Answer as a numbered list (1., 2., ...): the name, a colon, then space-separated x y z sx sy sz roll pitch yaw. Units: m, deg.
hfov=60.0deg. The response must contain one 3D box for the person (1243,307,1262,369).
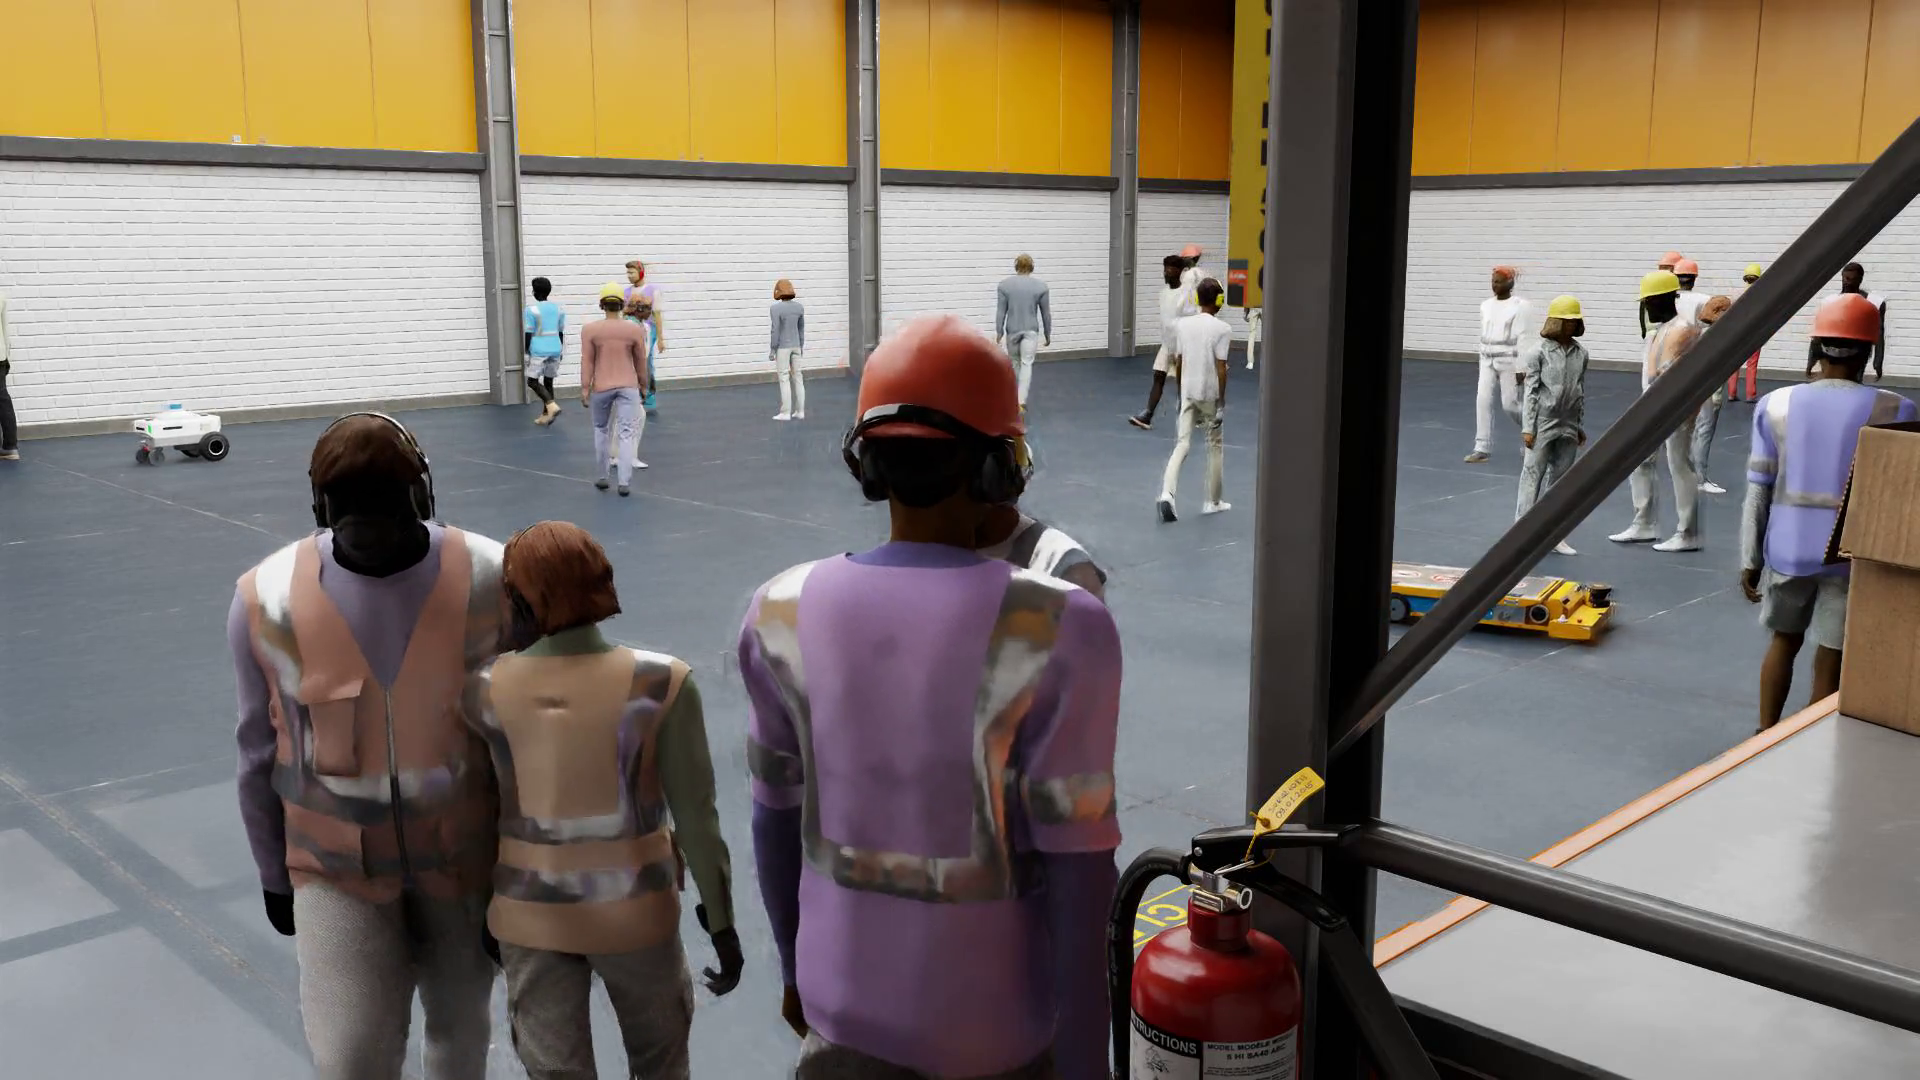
1. person: 4.794 -3.663 26.615 0.523 1.866 0.316 2 11 13

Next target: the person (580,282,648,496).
1. person: -2.871 -1.257 13.796 0.556 1.736 0.757 -3 11 -17

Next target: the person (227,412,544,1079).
1. person: -1.075 0.655 3.244 0.639 1.791 0.908 -3 11 -17

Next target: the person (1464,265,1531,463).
1. person: 5.165 -1.660 15.696 0.810 1.861 0.578 -6 12 -31

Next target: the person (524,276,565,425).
1. person: -4.612 -2.090 18.509 0.608 1.686 0.546 8 13 38

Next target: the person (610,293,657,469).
1. person: -3.004 -1.438 15.152 0.560 1.605 0.531 2 11 11

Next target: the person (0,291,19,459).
1. person: -9.212 -1.720 15.646 0.397 1.992 0.622 3 11 14

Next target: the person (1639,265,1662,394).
1. person: 9.073 -2.709 21.459 0.430 1.844 0.624 -7 12 -32

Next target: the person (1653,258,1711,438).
1. person: 6.850 -1.702 15.769 0.573 1.912 0.443 7 13 34

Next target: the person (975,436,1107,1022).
1. person: 0.022 0.556 3.800 0.621 1.779 0.915 7 13 35

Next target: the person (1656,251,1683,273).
1. person: 8.480 -2.485 19.967 0.347 1.943 0.545 3 11 17

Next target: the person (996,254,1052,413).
1. person: 0.794 -2.532 20.343 0.661 1.889 0.989 2 11 9

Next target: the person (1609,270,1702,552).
1. person: 4.722 -0.860 11.214 0.677 1.888 0.610 2 11 10

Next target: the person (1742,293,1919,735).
1. person: 3.209 0.060 6.157 0.566 1.921 0.464 9 14 41

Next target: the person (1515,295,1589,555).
1. person: 3.955 -0.748 11.034 0.492 1.742 0.321 -4 11 -20

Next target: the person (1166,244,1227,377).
1. person: 3.525 -3.414 24.884 1.021 2.005 0.623 5 12 27

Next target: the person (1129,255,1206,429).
1. person: 2.359 -2.162 18.287 1.022 1.919 0.604 -8 13 -36

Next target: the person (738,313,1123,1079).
1. person: -0.011 0.662 2.610 0.636 2.006 0.869 4 11 22

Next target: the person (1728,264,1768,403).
1. person: 10.074 -2.633 21.245 0.303 1.771 0.522 -7 12 -32

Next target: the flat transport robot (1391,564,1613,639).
1. flat transport robot: 2.825 0.315 9.255 1.431 0.197 0.652 6 12 30

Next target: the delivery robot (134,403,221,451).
1. delivery robot: -7.367 -1.049 15.663 0.477 0.478 0.707 9 14 40

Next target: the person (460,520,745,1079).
1. person: -0.708 0.750 3.297 0.574 1.588 0.801 0 10 1

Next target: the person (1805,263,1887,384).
1. person: 8.574 -1.747 16.154 1.027 1.860 0.626 -9 14 -41

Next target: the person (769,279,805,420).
1. person: -2.007 -2.201 19.261 0.276 1.631 0.507 9 14 41

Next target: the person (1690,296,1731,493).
1. person: 6.273 -1.216 13.880 0.286 1.636 0.497 3 11 14

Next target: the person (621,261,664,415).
1. person: -3.838 -2.357 19.560 0.602 1.824 0.692 8 13 38

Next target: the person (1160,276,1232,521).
1. person: 1.772 -1.060 12.516 0.523 1.834 0.905 7 13 35
